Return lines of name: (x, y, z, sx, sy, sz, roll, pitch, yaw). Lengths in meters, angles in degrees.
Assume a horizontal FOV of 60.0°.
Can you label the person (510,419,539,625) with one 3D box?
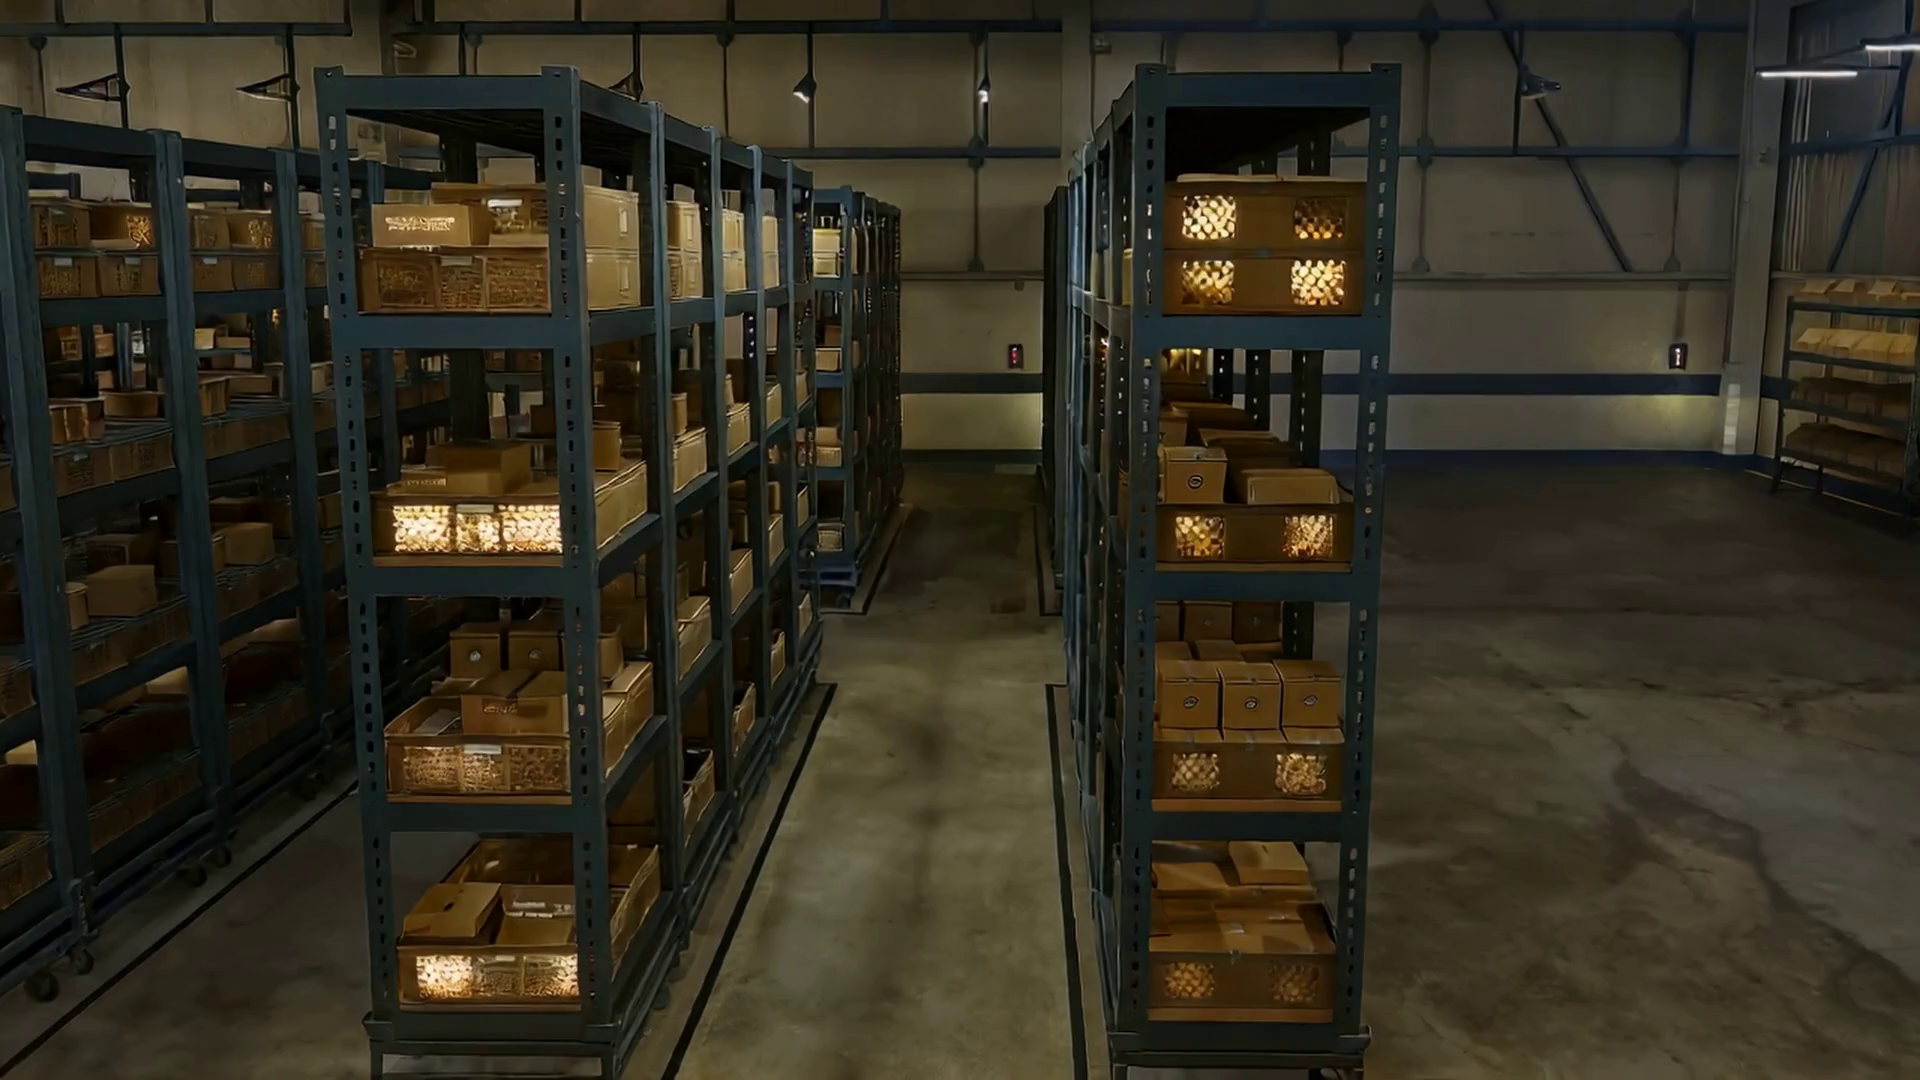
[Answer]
person: (-3.203, 0.024, 12.325, 0.396, 1.840, 0.564, 0, 10, 3)
